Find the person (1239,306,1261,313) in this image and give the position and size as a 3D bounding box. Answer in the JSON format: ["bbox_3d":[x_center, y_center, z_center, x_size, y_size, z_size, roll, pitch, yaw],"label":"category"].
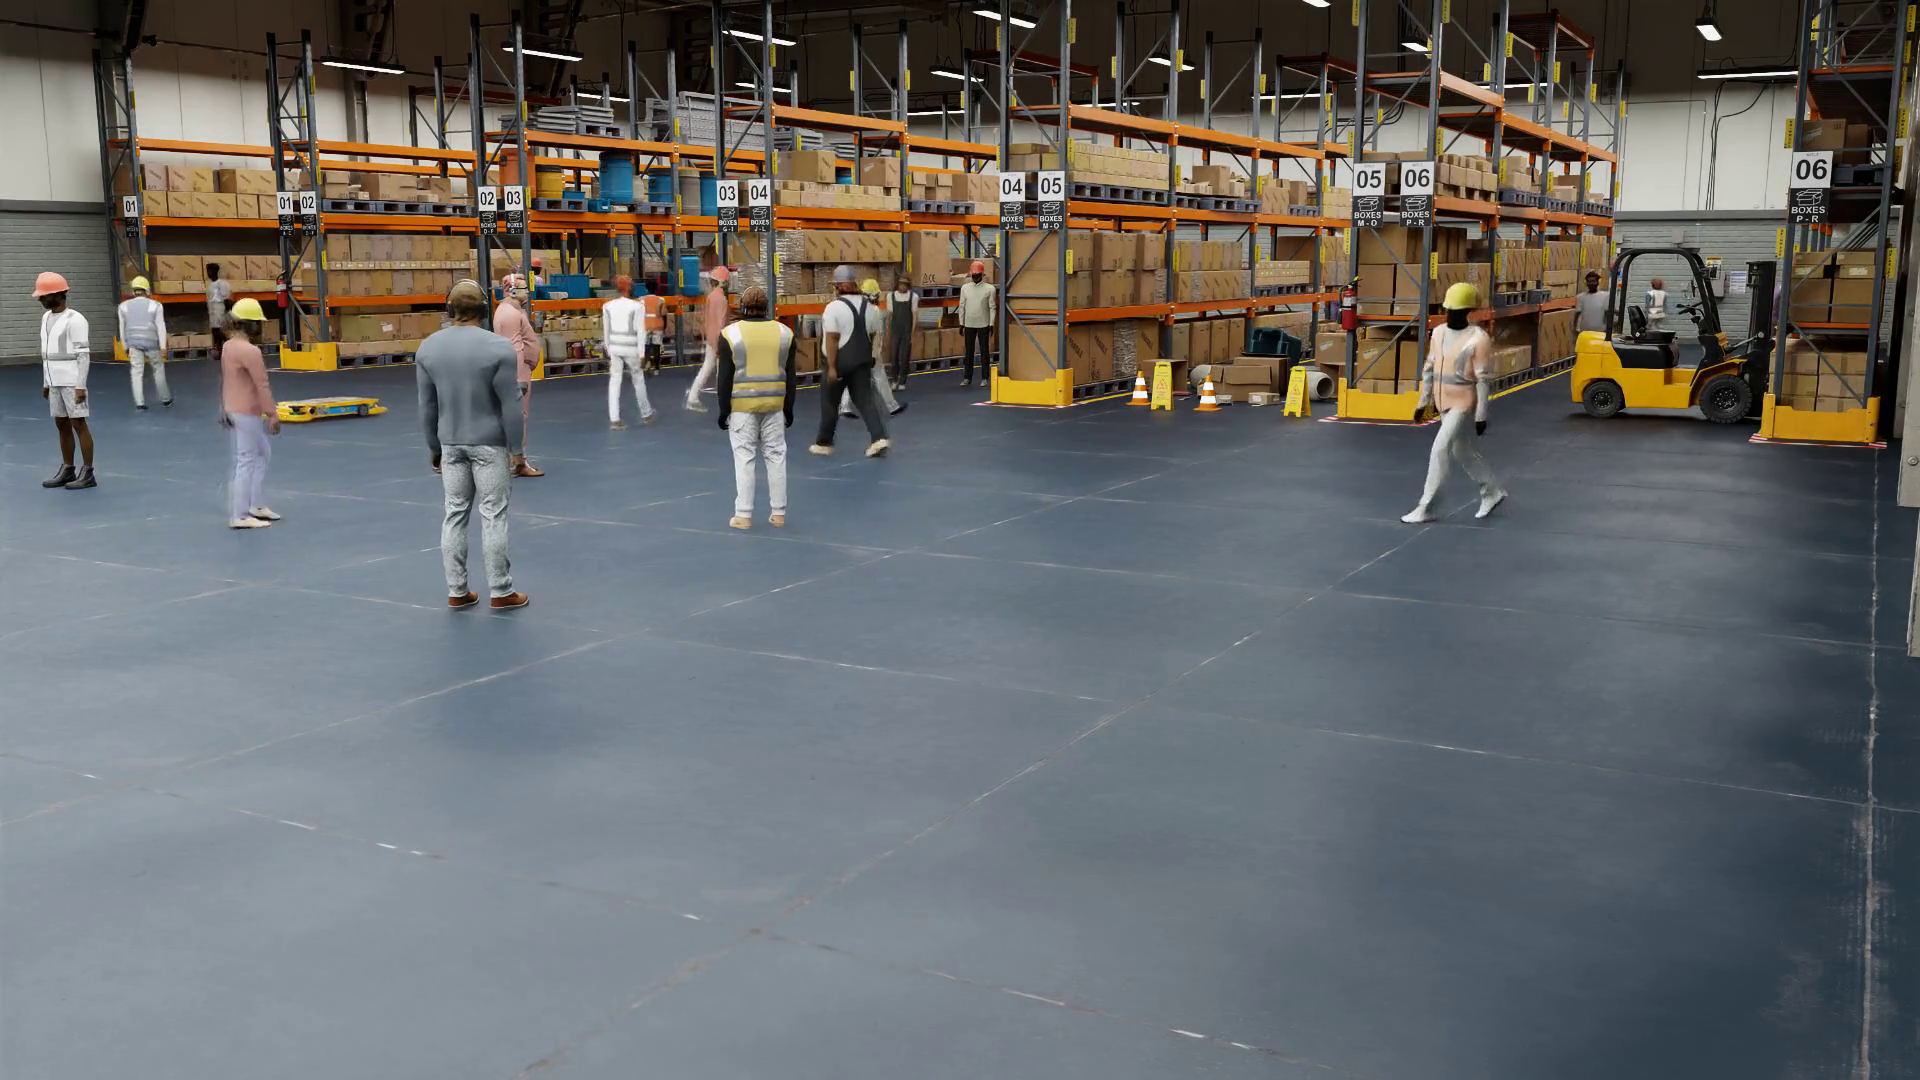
[{"bbox_3d":[6.274,-5.030,36.131,0.566,1.883,0.983,5,11,28],"label":"person"}]

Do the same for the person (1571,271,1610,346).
[{"bbox_3d":[9.469,-3.103,24.954,0.565,1.852,0.493,4,11,24],"label":"person"}]

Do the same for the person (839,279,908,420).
[{"bbox_3d":[-1.132,-2.410,21.115,0.968,1.777,0.615,-8,12,-38],"label":"person"}]

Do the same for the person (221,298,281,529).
[{"bbox_3d":[-5.360,-0.962,12.704,0.562,1.745,0.570,10,14,44],"label":"person"}]

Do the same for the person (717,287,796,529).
[{"bbox_3d":[-1.559,-1.003,12.692,0.636,1.842,0.429,-5,11,-27],"label":"person"}]

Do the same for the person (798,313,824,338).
[{"bbox_3d":[-2.573,-3.922,29.536,0.624,1.934,0.364,0,10,1],"label":"person"}]

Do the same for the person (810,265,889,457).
[{"bbox_3d":[-1.132,-1.875,17.216,1.007,2.000,0.693,9,14,44],"label":"person"}]

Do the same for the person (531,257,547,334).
[{"bbox_3d":[-8.354,-4.538,32.803,0.615,2.041,0.387,8,12,38],"label":"person"}]

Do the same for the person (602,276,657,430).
[{"bbox_3d":[-4.018,-2.270,20.134,0.606,1.826,0.969,3,10,16],"label":"person"}]

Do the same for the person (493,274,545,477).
[{"bbox_3d":[-4.173,-1.554,15.730,0.410,1.909,0.643,-4,10,-22],"label":"person"}]

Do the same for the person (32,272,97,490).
[{"bbox_3d":[-7.993,-1.409,14.817,0.542,1.929,0.374,5,11,27],"label":"person"}]

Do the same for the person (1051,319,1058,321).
[{"bbox_3d":[1.984,-3.949,30.582,0.534,1.611,0.632,7,12,34],"label":"person"}]

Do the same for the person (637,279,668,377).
[{"bbox_3d":[-5.301,-3.654,28.680,0.548,1.679,0.387,-2,10,-11],"label":"person"}]

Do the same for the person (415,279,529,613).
[{"bbox_3d":[-2.820,-0.537,9.678,0.636,1.939,0.360,2,10,11],"label":"person"}]

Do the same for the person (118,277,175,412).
[{"bbox_3d":[-10.938,-2.634,22.379,0.619,1.790,0.838,-1,10,-7],"label":"person"}]

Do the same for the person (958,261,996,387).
[{"bbox_3d":[0.268,-3.436,26.489,0.611,1.996,0.375,3,10,17],"label":"person"}]

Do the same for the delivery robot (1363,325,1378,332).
[{"bbox_3d":[9.344,-4.632,37.427,0.707,0.478,0.477,-1,10,-9],"label":"delivery robot"}]

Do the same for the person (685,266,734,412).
[{"bbox_3d":[-3.217,-2.657,22.090,1.018,1.947,0.633,-5,11,-28],"label":"person"}]

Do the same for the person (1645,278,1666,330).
[{"bbox_3d":[14.275,-4.578,34.271,0.542,1.616,0.621,-3,10,-18],"label":"person"}]

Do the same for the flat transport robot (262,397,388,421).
[{"bbox_3d":[-8.130,-1.691,21.312,0.652,0.197,1.431,5,11,29],"label":"flat transport robot"}]

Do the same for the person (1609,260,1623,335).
[{"bbox_3d":[13.993,-4.988,35.605,1.070,1.981,0.624,6,11,30],"label":"person"}]

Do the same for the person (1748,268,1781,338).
[{"bbox_3d":[13.971,-3.795,28.815,0.584,1.919,0.382,5,11,28],"label":"person"}]

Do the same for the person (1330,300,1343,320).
[{"bbox_3d":[8.711,-5.377,38.199,0.660,1.895,0.774,3,10,16],"label":"person"}]

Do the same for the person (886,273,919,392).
[{"bbox_3d":[-0.886,-3.160,25.398,0.505,1.811,0.790,0,10,0],"label":"person"}]

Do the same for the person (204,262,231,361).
[{"bbox_3d":[-14.746,-4.527,32.992,0.612,1.947,0.452,8,12,38],"label":"person"}]

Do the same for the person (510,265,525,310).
[{"bbox_3d":[-8.108,-4.099,30.618,0.410,1.912,0.643,-7,12,-34],"label":"person"}]

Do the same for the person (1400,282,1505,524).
[{"bbox_3d":[3.924,-1.068,12.977,0.968,1.882,0.599,-4,10,-20],"label":"person"}]
